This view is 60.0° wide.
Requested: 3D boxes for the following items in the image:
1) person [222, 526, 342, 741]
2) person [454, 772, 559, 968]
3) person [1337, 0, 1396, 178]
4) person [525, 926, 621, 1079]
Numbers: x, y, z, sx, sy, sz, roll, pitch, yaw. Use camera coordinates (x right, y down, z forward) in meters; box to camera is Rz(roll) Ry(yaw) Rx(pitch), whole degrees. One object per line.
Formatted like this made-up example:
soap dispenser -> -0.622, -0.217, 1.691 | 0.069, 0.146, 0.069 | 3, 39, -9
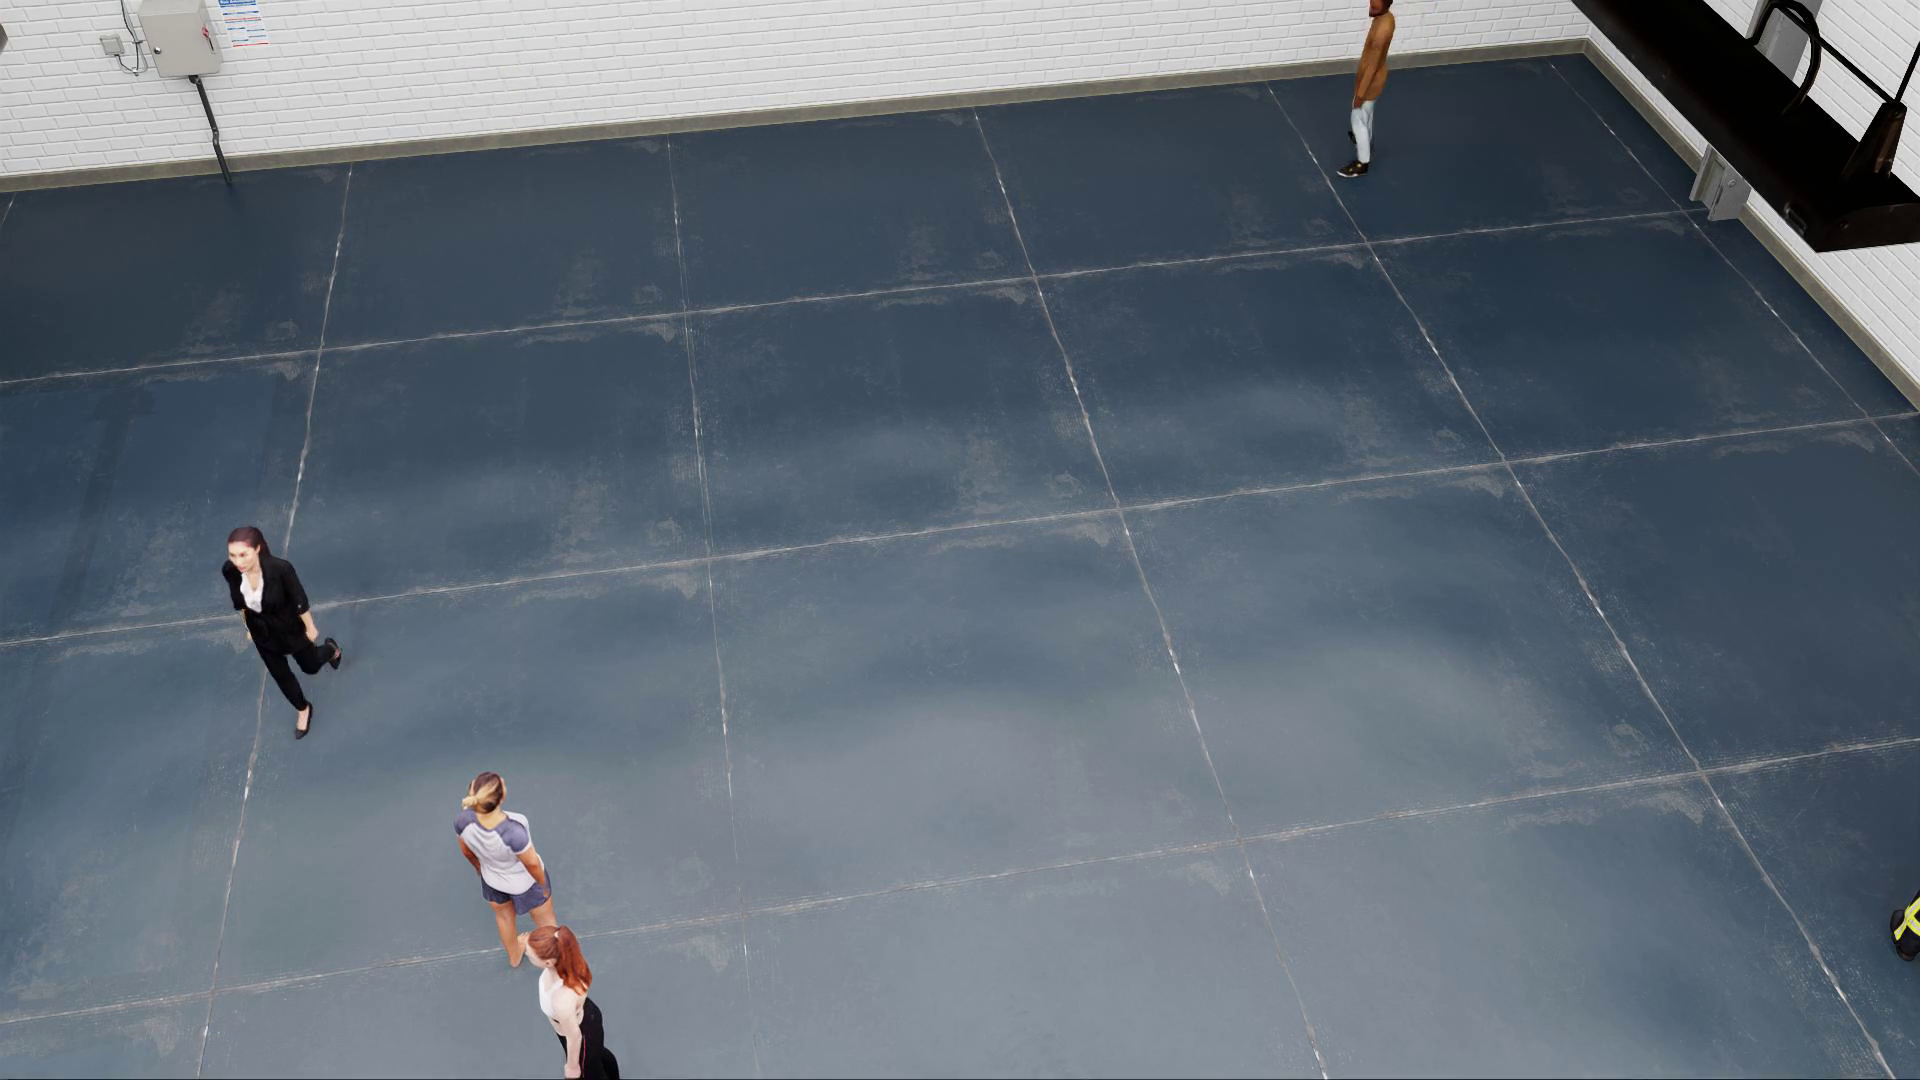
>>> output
person -> -4.151, 0.487, 10.232 | 0.715, 1.645, 0.918 | 2, 44, 2
person -> -2.392, 1.790, 8.879 | 0.652, 1.624, 0.652 | 10, 45, 10
person -> 3.719, -4.132, 14.972 | 0.996, 1.794, 0.741 | 20, 47, 20
person -> -1.861, 2.405, 8.148 | 0.638, 1.741, 0.439 | -8, 44, -9
